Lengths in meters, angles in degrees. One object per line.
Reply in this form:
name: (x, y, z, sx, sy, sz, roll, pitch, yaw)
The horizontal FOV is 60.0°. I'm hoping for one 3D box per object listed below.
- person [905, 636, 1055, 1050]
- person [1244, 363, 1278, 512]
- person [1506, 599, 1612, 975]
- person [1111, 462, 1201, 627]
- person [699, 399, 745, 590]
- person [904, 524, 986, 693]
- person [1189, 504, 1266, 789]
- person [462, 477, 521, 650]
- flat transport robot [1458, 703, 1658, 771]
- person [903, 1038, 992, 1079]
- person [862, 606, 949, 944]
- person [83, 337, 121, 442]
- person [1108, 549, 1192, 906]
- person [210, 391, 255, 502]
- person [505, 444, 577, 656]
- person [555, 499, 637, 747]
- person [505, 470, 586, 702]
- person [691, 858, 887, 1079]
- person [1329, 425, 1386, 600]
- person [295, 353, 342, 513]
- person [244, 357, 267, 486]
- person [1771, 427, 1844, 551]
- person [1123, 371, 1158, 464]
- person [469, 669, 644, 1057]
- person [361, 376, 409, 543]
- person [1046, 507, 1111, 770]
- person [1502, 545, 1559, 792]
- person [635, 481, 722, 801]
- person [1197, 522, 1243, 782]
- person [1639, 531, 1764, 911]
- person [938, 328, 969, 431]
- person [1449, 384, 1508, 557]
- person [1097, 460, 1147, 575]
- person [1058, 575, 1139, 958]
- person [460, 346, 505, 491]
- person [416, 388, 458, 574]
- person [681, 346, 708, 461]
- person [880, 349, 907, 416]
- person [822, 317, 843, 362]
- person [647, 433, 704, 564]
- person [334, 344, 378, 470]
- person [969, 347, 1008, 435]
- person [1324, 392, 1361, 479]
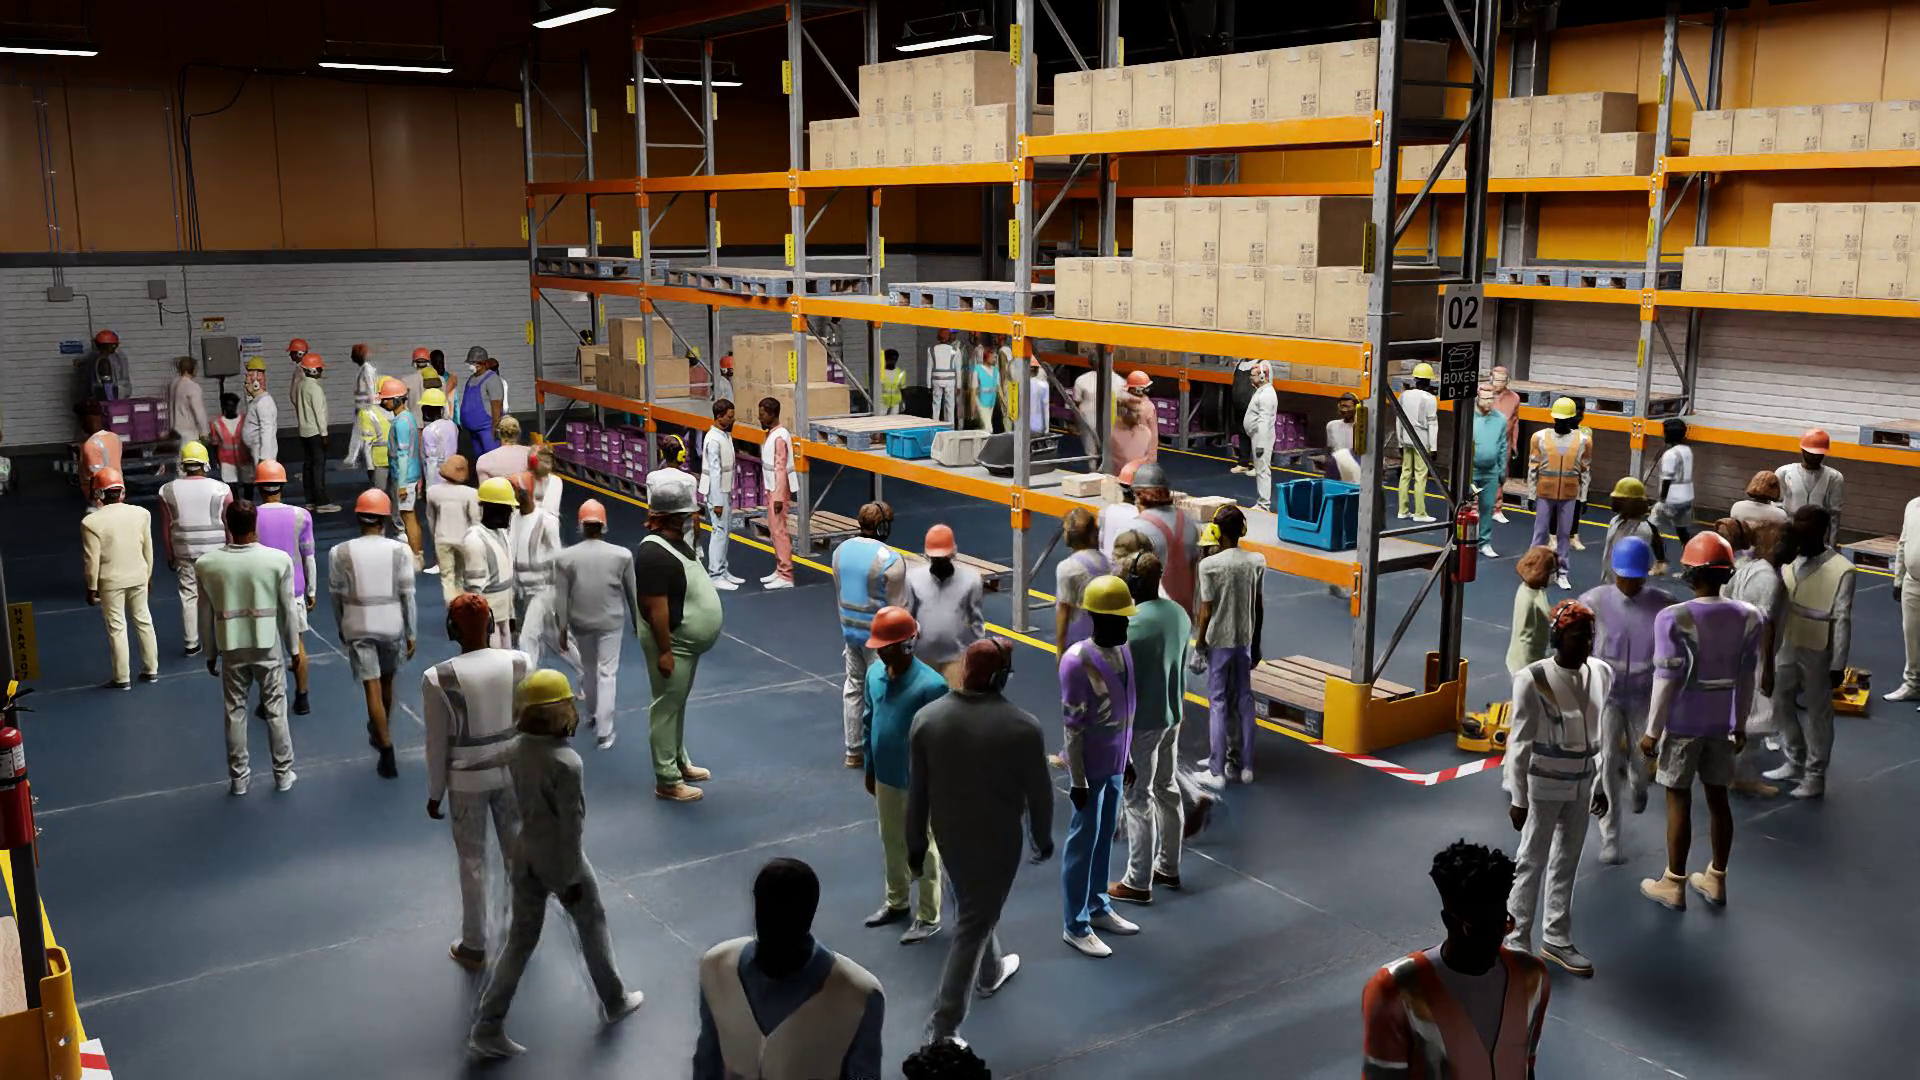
person: (0.075, 1.346, 7.505, 0.645, 1.847, 1.073, 6, 13, 28)
person: (3.691, -1.227, 20.498, 0.399, 1.900, 0.645, 1, 11, 8)
person: (2.904, 1.211, 8.057, 0.587, 1.882, 0.341, -5, 12, -24)
person: (1.294, 0.451, 11.541, 0.732, 2.000, 0.537, -9, 14, -40)
person: (-2.381, -0.452, 16.523, 0.409, 1.907, 0.598, 0, 11, 0)
person: (-0.128, 0.754, 10.852, 0.586, 1.701, 0.857, 0, 11, 2)
person: (1.729, 0.689, 10.785, 0.521, 1.865, 0.328, -5, 12, -23)
person: (-3.226, 0.514, 11.552, 0.410, 1.912, 0.606, 1, 11, 5)
flat transport robot: (4.223, 1.343, 11.522, 1.431, 0.197, 0.652, 4, 12, 21)
person: (-0.018, 2.056, 4.209, 0.322, 1.697, 0.536, -10, 15, -41)
person: (-0.312, 1.188, 8.551, 0.573, 1.738, 0.352, 10, 15, 43)
person: (-13.056, -2.153, 25.248, 0.683, 1.901, 0.664, 7, 13, 30)
person: (1.007, 1.005, 9.001, 0.377, 1.931, 0.629, 9, 14, 40)
person: (-8.559, -0.953, 19.711, 0.541, 1.664, 0.742, -4, 12, -18)
person: (-3.587, 0.090, 14.062, 0.643, 1.773, 0.994, -9, 14, -40)
person: (-2.559, 0.560, 11.833, 0.564, 1.712, 0.821, 0, 11, 2)
person: (-3.134, 0.374, 12.484, 0.596, 1.844, 0.984, 10, 15, 43)
person: (-0.499, 1.815, 4.909, 0.630, 1.905, 0.393, 5, 12, 24)
person: (3.764, -0.247, 15.781, 0.573, 1.789, 0.989, -4, 12, -17)
person: (-8.072, -1.341, 20.828, 0.382, 1.996, 0.608, -11, 15, -43)
person: (-9.629, -1.626, 22.885, 0.320, 1.766, 0.530, 0, 11, 1)
person: (7.201, -0.008, 14.197, 0.549, 1.925, 0.389, 4, 12, 20)
person: (2.004, -0.898, 18.596, 0.408, 1.987, 0.614, 3, 11, 14)
person: (-1.870, 1.427, 7.437, 0.500, 1.693, 0.861, 7, 13, 33)
person: (-6.407, -0.886, 18.687, 0.383, 1.923, 0.588, 9, 14, 40)
person: (0.883, 0.700, 10.875, 0.760, 1.820, 0.515, 8, 14, 36)
person: (3.665, 0.826, 10.706, 0.290, 1.625, 0.514, 5, 12, 24)
person: (-1.788, 0.625, 10.655, 0.535, 2.000, 0.674, 0, 11, 1)
person: (1.713, 0.725, 10.943, 0.356, 1.737, 0.484, -1, 11, -3)
person: (3.938, 0.963, 8.916, 0.611, 2.042, 0.394, -2, 11, -11)
person: (-0.136, -2.659, 27.698, 0.615, 1.945, 0.405, 5, 12, 25)
person: (5.630, -0.740, 18.021, 0.666, 1.899, 0.396, -2, 11, -9)
person: (1.258, 0.365, 12.281, 0.392, 1.929, 0.564, -11, 15, -44)
person: (0.720, 1.119, 8.414, 0.369, 1.928, 0.586, 7, 13, 32)
person: (-6.215, -1.515, 21.606, 0.683, 2.000, 0.535, 11, 15, 44)
person: (-5.398, -0.610, 17.254, 0.352, 1.929, 0.594, 2, 11, 9)
person: (-3.988, -2.033, 24.960, 0.527, 1.767, 0.331, -9, 14, -37)
person: (-1.088, -2.104, 25.541, 0.541, 1.680, 0.409, -4, 12, -21)
person: (-2.472, -3.636, 32.689, 0.371, 1.958, 0.598, 6, 13, 28)
person: (-2.410, 0.026, 14.158, 0.514, 1.872, 0.328, 4, 12, 20)
person: (-8.733, -1.965, 24.448, 0.957, 1.839, 0.589, -5, 12, -24)
person: (0.459, -1.911, 24.265, 0.906, 1.795, 0.567, 7, 13, 31)
person: (4.076, -0.633, 17.529, 0.517, 1.873, 0.334, 6, 13, 28)
